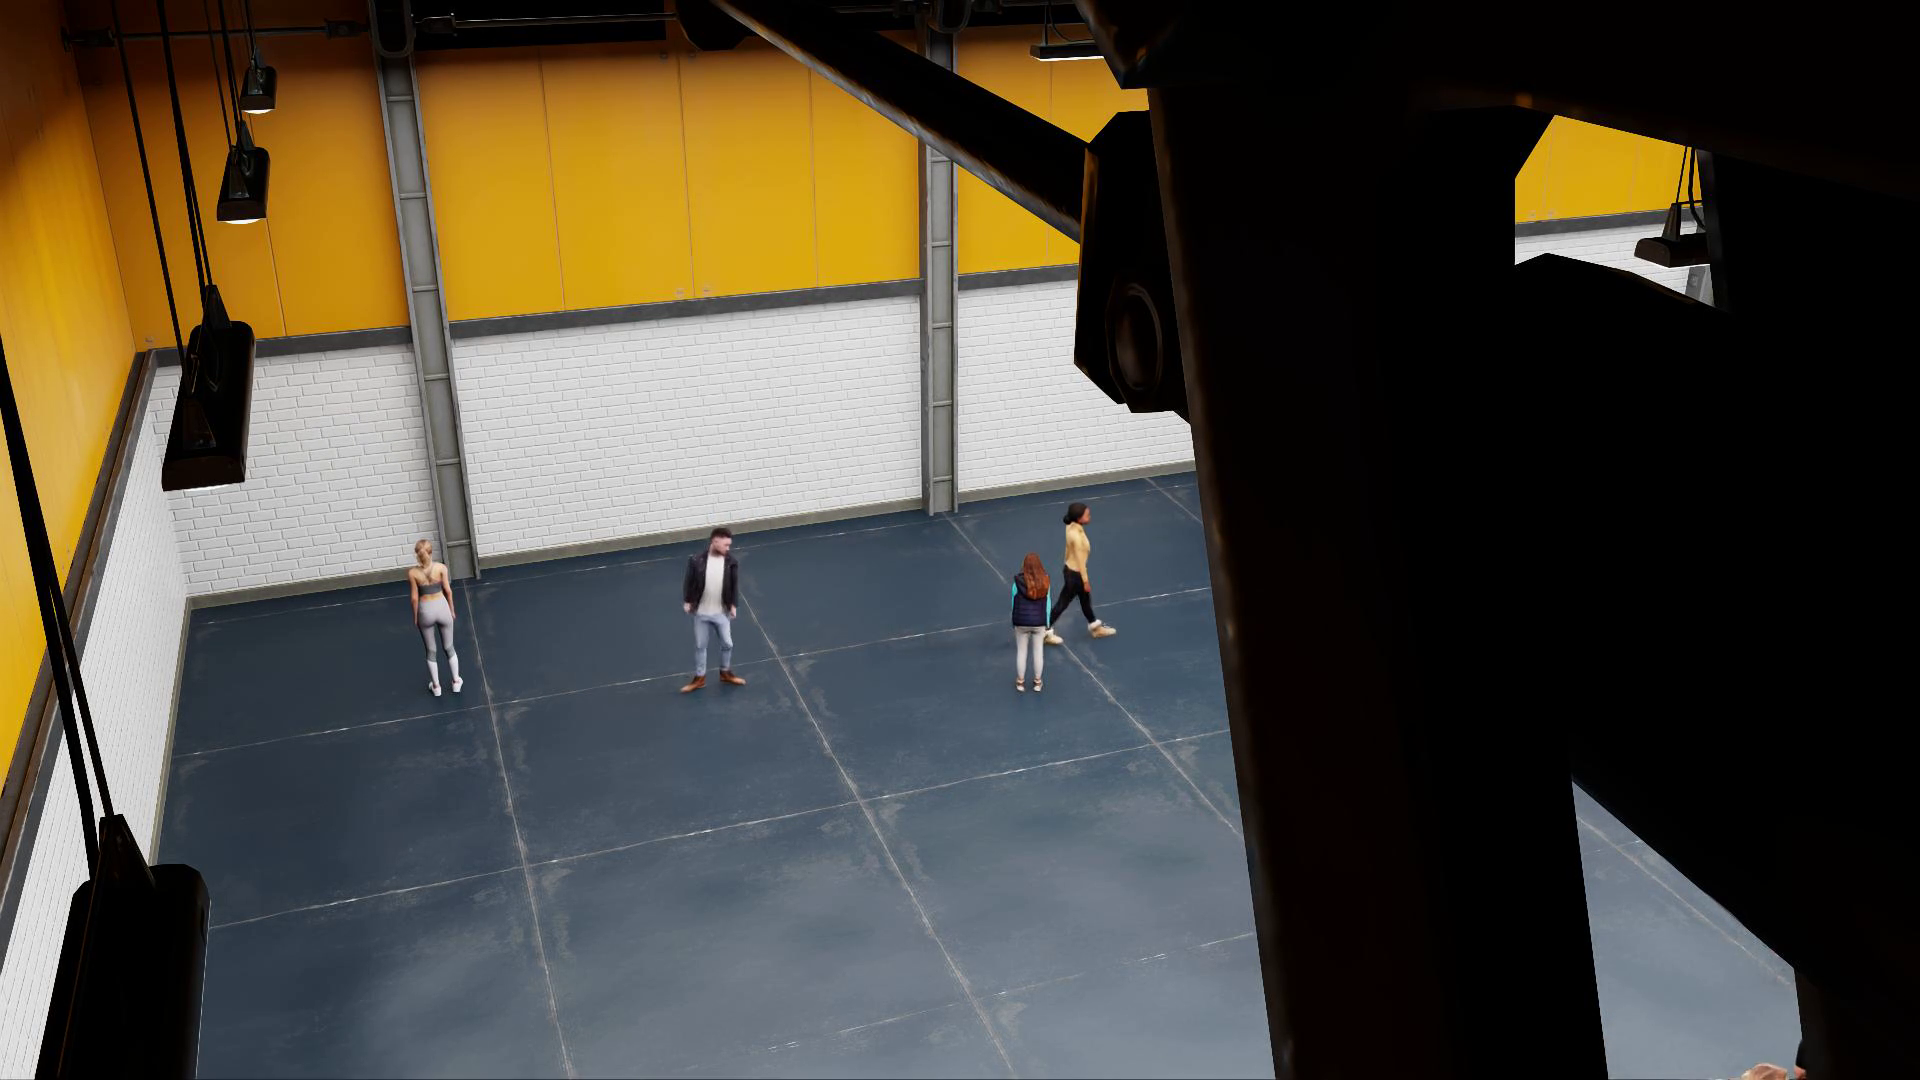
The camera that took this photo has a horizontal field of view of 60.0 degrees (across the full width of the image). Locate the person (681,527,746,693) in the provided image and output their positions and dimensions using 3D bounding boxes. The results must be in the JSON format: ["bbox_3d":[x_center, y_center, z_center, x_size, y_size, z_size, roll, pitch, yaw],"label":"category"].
[{"bbox_3d":[-2.590,0.704,16.833,0.511,1.797,0.887,-1,24,-2],"label":"person"}]

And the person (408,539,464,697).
[{"bbox_3d":[-5.311,0.769,16.802,0.483,1.703,0.617,-9,25,-20],"label":"person"}]

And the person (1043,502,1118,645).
[{"bbox_3d":[1.143,0.391,17.778,1.182,1.614,0.837,-1,24,-3],"label":"person"}]

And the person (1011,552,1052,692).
[{"bbox_3d":[0.712,0.829,16.920,0.605,1.498,0.695,0,24,-1],"label":"person"}]
